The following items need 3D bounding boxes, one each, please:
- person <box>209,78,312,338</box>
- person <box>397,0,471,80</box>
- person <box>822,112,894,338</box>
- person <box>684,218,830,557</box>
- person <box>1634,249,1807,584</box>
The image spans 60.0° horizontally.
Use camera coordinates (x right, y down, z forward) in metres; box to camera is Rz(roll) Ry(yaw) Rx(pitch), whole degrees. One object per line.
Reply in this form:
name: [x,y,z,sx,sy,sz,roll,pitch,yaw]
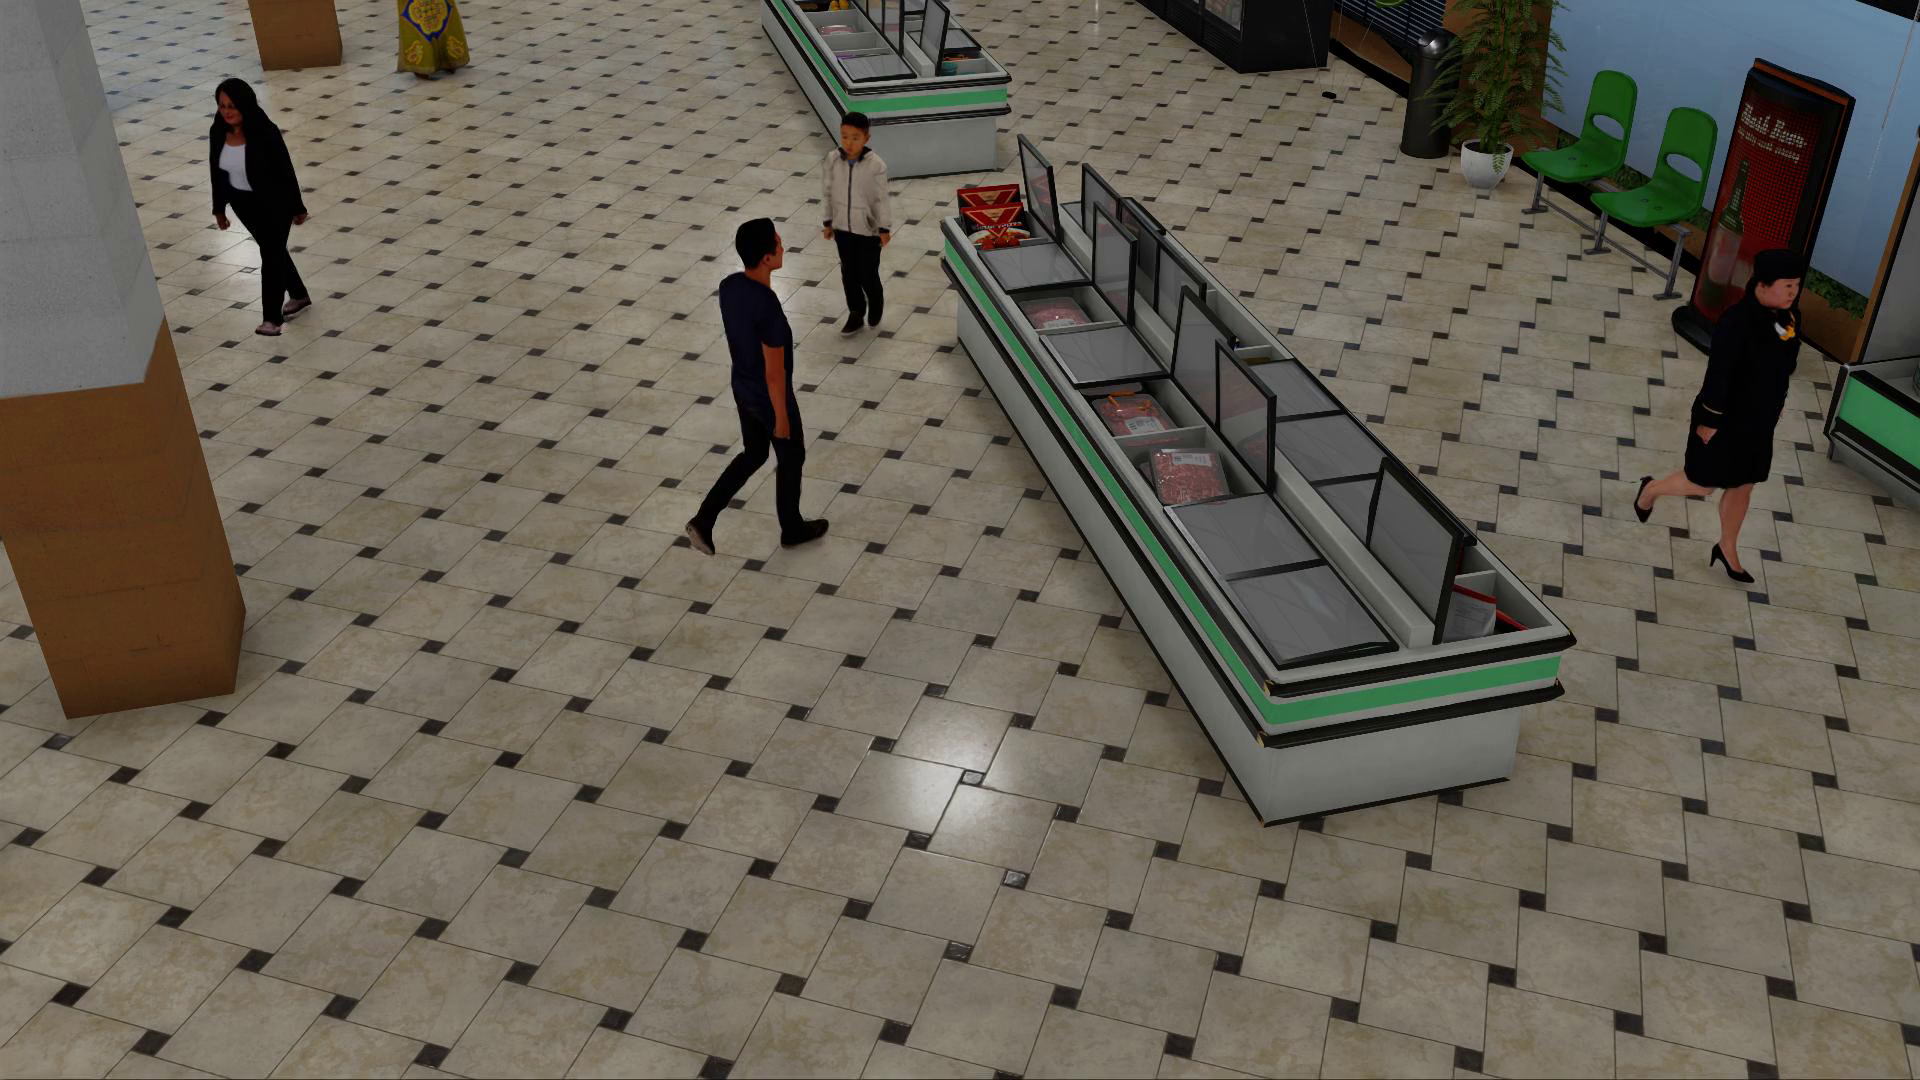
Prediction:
person: [-4.359,-2.135,10.501,0.926,1.584,1.102,6,32,9]
person: [-4.920,-5.069,15.147,0.975,1.659,0.954,-23,39,-32]
person: [-0.606,-1.967,10.406,0.726,1.401,0.769,12,34,19]
person: [-1.021,-0.671,7.972,0.959,1.772,1.046,-22,38,-31]
person: [3.675,-0.613,7.989,0.840,1.655,1.016,-16,35,-24]
